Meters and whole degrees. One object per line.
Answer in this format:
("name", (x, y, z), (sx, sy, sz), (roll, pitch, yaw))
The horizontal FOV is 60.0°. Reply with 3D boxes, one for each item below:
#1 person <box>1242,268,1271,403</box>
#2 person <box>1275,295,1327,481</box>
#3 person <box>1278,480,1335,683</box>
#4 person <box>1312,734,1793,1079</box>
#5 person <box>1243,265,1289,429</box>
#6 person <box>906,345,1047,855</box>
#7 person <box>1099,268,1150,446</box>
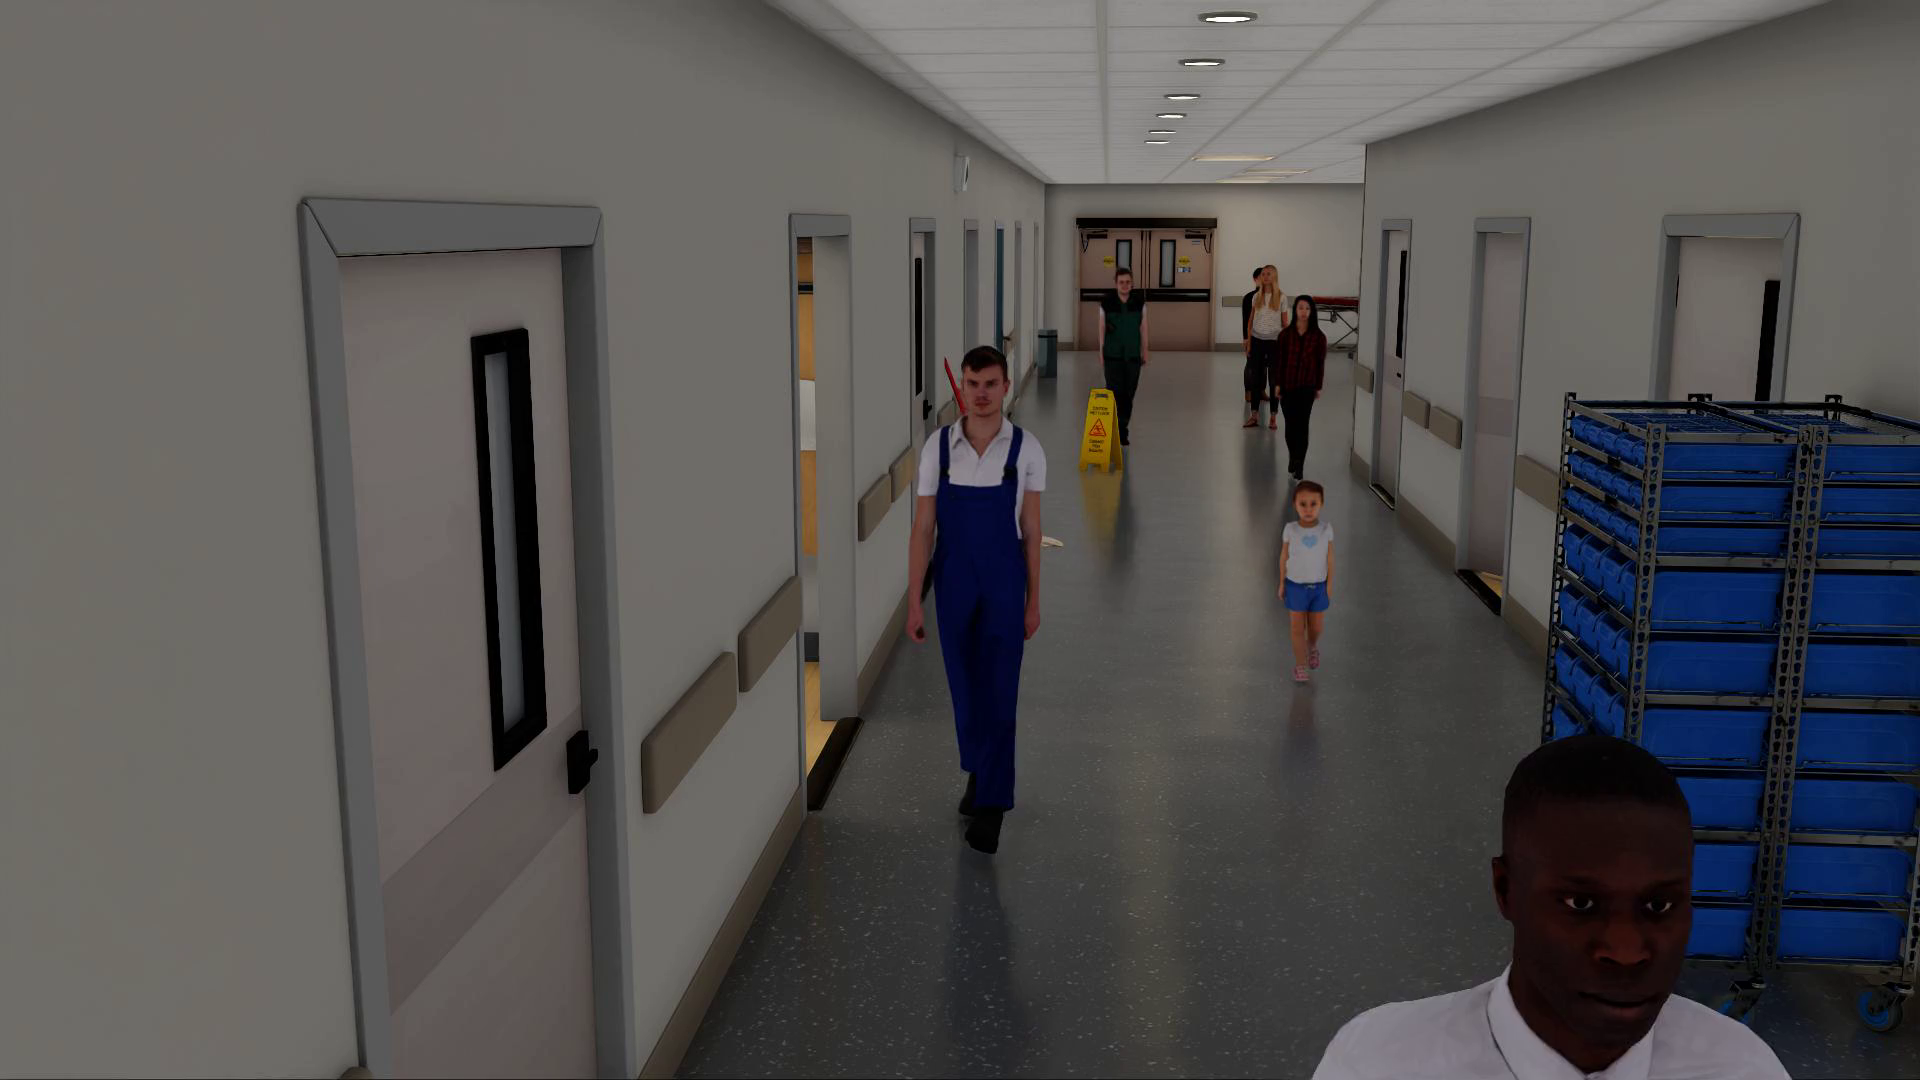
("person", (3.882, -2.668, 21.594), (0.723, 1.723, 0.714), (-5, 12, -24))
("person", (3.015, -1.346, 14.920), (0.717, 1.612, 1.106), (3, 11, 14))
("person", (1.743, 0.200, 8.381), (0.438, 1.012, 0.559), (2, 11, 9))
("person", (0.561, 1.067, 1.755), (0.664, 1.779, 1.246), (1, 11, 6))
("person", (3.453, -2.177, 18.725), (0.674, 1.826, 0.649), (5, 12, 26))
("person", (0.080, 0.199, 6.265), (0.707, 1.805, 1.183), (2, 11, 10))
("person", (1.656, -1.872, 17.128), (0.724, 1.818, 0.745), (-2, 11, -11))
